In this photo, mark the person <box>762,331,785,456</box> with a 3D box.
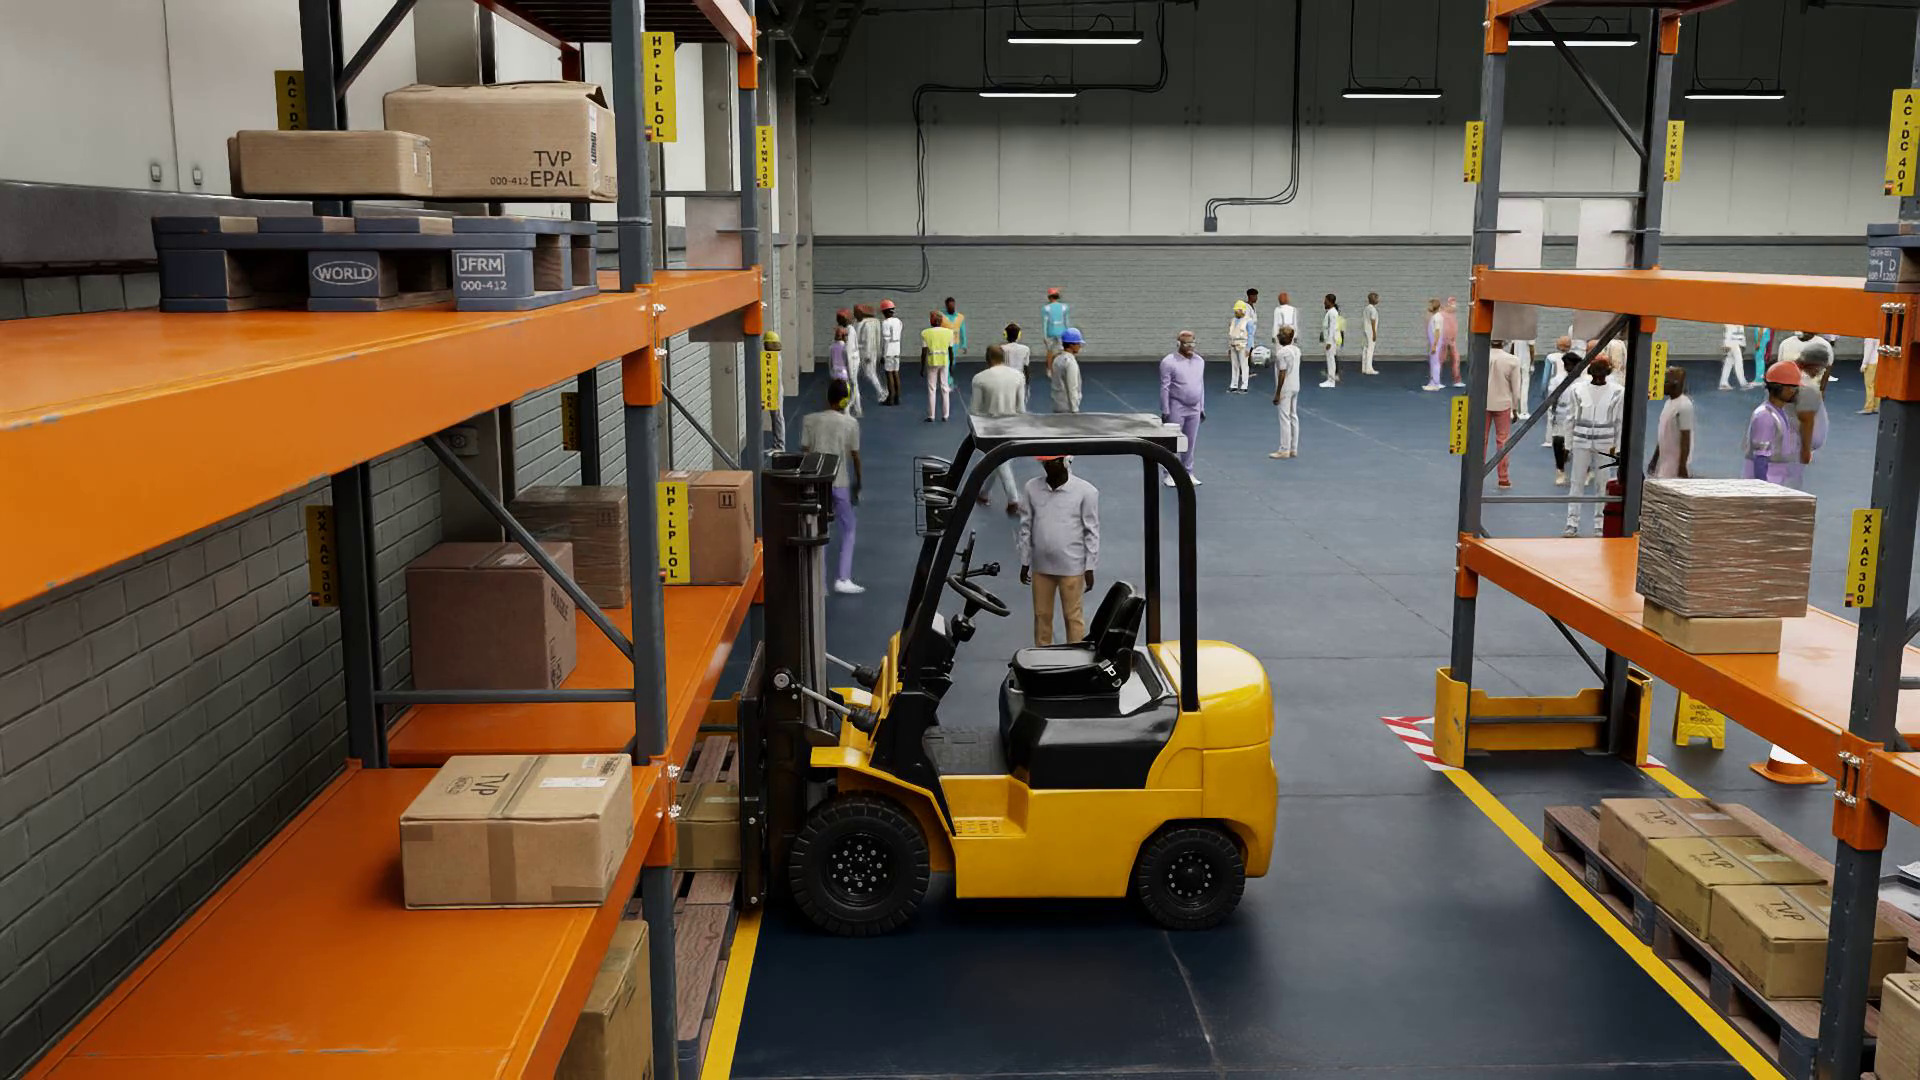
[{"bbox_3d":[-2.628,-2.053,23.325,0.300,1.745,0.483,-3,10,-14],"label":"person"}]

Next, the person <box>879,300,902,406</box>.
[{"bbox_3d":[-1.289,-3.413,30.384,0.366,1.930,0.542,5,12,28],"label":"person"}]

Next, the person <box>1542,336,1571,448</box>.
[{"bbox_3d":[8.733,-2.151,24.189,0.520,1.631,0.311,1,10,5],"label":"person"}]

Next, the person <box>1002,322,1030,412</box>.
[{"bbox_3d":[0.720,-2.102,23.248,0.538,1.869,0.312,-3,11,-17],"label":"person"}]

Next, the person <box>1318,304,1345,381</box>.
[{"bbox_3d":[7.969,-4.253,35.796,0.544,1.646,0.903,-4,11,-22],"label":"person"}]

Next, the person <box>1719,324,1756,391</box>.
[{"bbox_3d":[15.711,-3.923,33.408,0.813,1.855,0.609,8,13,39],"label":"person"}]

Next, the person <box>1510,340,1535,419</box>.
[{"bbox_3d":[9.522,-2.976,28.113,0.335,1.873,0.520,-5,11,-24],"label":"person"}]

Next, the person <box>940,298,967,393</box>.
[{"bbox_3d":[-0.145,-3.829,32.835,0.619,1.873,0.938,-4,11,-21],"label":"person"}]

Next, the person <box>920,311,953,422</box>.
[{"bbox_3d":[-0.378,-2.874,27.612,0.570,1.845,0.381,-4,11,-20],"label":"person"}]

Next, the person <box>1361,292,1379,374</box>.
[{"bbox_3d":[9.291,-4.668,37.610,0.330,1.844,0.520,-1,10,-7],"label":"person"}]

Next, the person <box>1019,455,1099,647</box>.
[{"bbox_3d":[0.637,0.149,11.028,0.570,1.749,0.342,6,12,29],"label":"person"}]

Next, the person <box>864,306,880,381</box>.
[{"bbox_3d":[-1.979,-4.266,36.077,0.503,1.591,0.840,-1,10,-5],"label":"person"}]

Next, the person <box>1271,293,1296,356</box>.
[{"bbox_3d":[7.208,-4.526,36.757,0.665,1.865,0.520,-6,12,-29],"label":"person"}]

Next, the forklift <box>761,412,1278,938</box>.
[{"bbox_3d":[0.291,0.548,7.580,2.313,2.155,1.214,0,10,-2],"label":"forklift"}]

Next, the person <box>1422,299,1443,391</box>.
[{"bbox_3d":[9.530,-3.919,33.466,0.338,1.840,0.520,1,10,7],"label":"person"}]

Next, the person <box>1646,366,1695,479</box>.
[{"bbox_3d":[6.712,-0.738,15.779,0.438,1.820,0.532,1,10,7],"label":"person"}]

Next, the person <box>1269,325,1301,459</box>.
[{"bbox_3d":[4.494,-2.032,22.923,0.349,1.846,0.506,9,14,41],"label":"person"}]

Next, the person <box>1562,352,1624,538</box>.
[{"bbox_3d":[6.368,-0.939,16.725,0.572,1.885,0.356,5,11,25],"label":"person"}]

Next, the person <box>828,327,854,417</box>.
[{"bbox_3d":[-1.889,-2.566,26.476,0.515,1.638,0.315,9,14,42],"label":"person"}]

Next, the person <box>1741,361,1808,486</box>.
[{"bbox_3d":[6.618,-0.446,13.583,0.419,2.034,0.605,7,12,34],"label":"person"}]

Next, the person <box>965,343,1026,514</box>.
[{"bbox_3d":[0.419,-1.242,18.460,0.641,1.876,1.102,-6,12,-29],"label":"person"}]

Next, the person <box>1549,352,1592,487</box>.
[{"bbox_3d":[7.431,-1.453,20.223,0.544,1.647,0.682,9,13,39],"label":"person"}]

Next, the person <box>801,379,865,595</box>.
[{"bbox_3d":[-1.091,-0.427,14.018,0.617,1.846,0.381,0,10,-1],"label":"person"}]

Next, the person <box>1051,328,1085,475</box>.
[{"bbox_3d":[1.320,-1.625,20.408,0.410,1.943,0.614,-3,11,-15],"label":"person"}]

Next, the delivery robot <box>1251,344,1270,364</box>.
[{"bbox_3d":[7.151,-4.424,39.581,0.477,0.478,0.707,4,11,21],"label":"delivery robot"}]

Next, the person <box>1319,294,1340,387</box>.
[{"bbox_3d":[7.650,-4.117,34.334,0.384,1.918,0.596,2,10,12],"label":"person"}]

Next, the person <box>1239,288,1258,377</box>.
[{"bbox_3d":[6.437,-4.621,37.043,0.376,1.958,0.608,5,11,25],"label":"person"}]

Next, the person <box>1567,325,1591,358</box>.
[{"bbox_3d":[10.449,-2.976,27.970,0.385,1.921,0.596,-4,11,-22],"label":"person"}]

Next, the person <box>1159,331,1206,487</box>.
[{"bbox_3d":[2.748,-1.603,20.365,0.651,1.906,0.403,-6,12,-29],"label":"person"}]

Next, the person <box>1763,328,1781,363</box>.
[{"bbox_3d":[19.749,-5.236,40.621,0.622,1.921,1.062,6,12,30],"label":"person"}]

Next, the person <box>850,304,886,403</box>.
[{"bbox_3d":[-1.780,-3.461,30.893,0.926,1.852,0.585,-8,13,-39],"label":"person"}]

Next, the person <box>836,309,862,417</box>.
[{"bbox_3d":[-1.956,-2.982,28.185,0.670,1.853,0.606,-3,11,-18],"label":"person"}]

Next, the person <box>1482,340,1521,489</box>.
[{"bbox_3d":[6.485,-1.620,20.211,0.612,1.995,0.393,5,11,27],"label":"person"}]

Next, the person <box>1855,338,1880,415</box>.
[{"bbox_3d":[15.808,-3.052,28.845,0.524,1.764,0.323,-7,12,-32],"label":"person"}]

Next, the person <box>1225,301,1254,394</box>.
[{"bbox_3d":[5.511,-3.802,32.818,0.404,1.833,0.590,-8,13,-36],"label":"person"}]

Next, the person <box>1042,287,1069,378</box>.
[{"bbox_3d":[2.088,-4.515,36.301,0.624,2.014,0.948,-1,10,-7],"label":"person"}]

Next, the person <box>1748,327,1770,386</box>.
[{"bbox_3d":[16.615,-4.110,34.535,0.353,1.837,0.511,6,12,30],"label":"person"}]

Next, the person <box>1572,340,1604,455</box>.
[{"bbox_3d":[8.819,-1.983,23.256,0.315,1.630,0.515,-8,13,-38],"label":"person"}]

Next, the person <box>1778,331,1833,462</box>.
[{"bbox_3d":[11.439,-2.080,22.649,0.683,2.000,0.536,10,14,44],"label":"person"}]

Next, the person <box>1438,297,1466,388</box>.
[{"bbox_3d":[10.028,-4.005,33.878,0.845,1.865,0.634,9,13,39],"label":"person"}]
